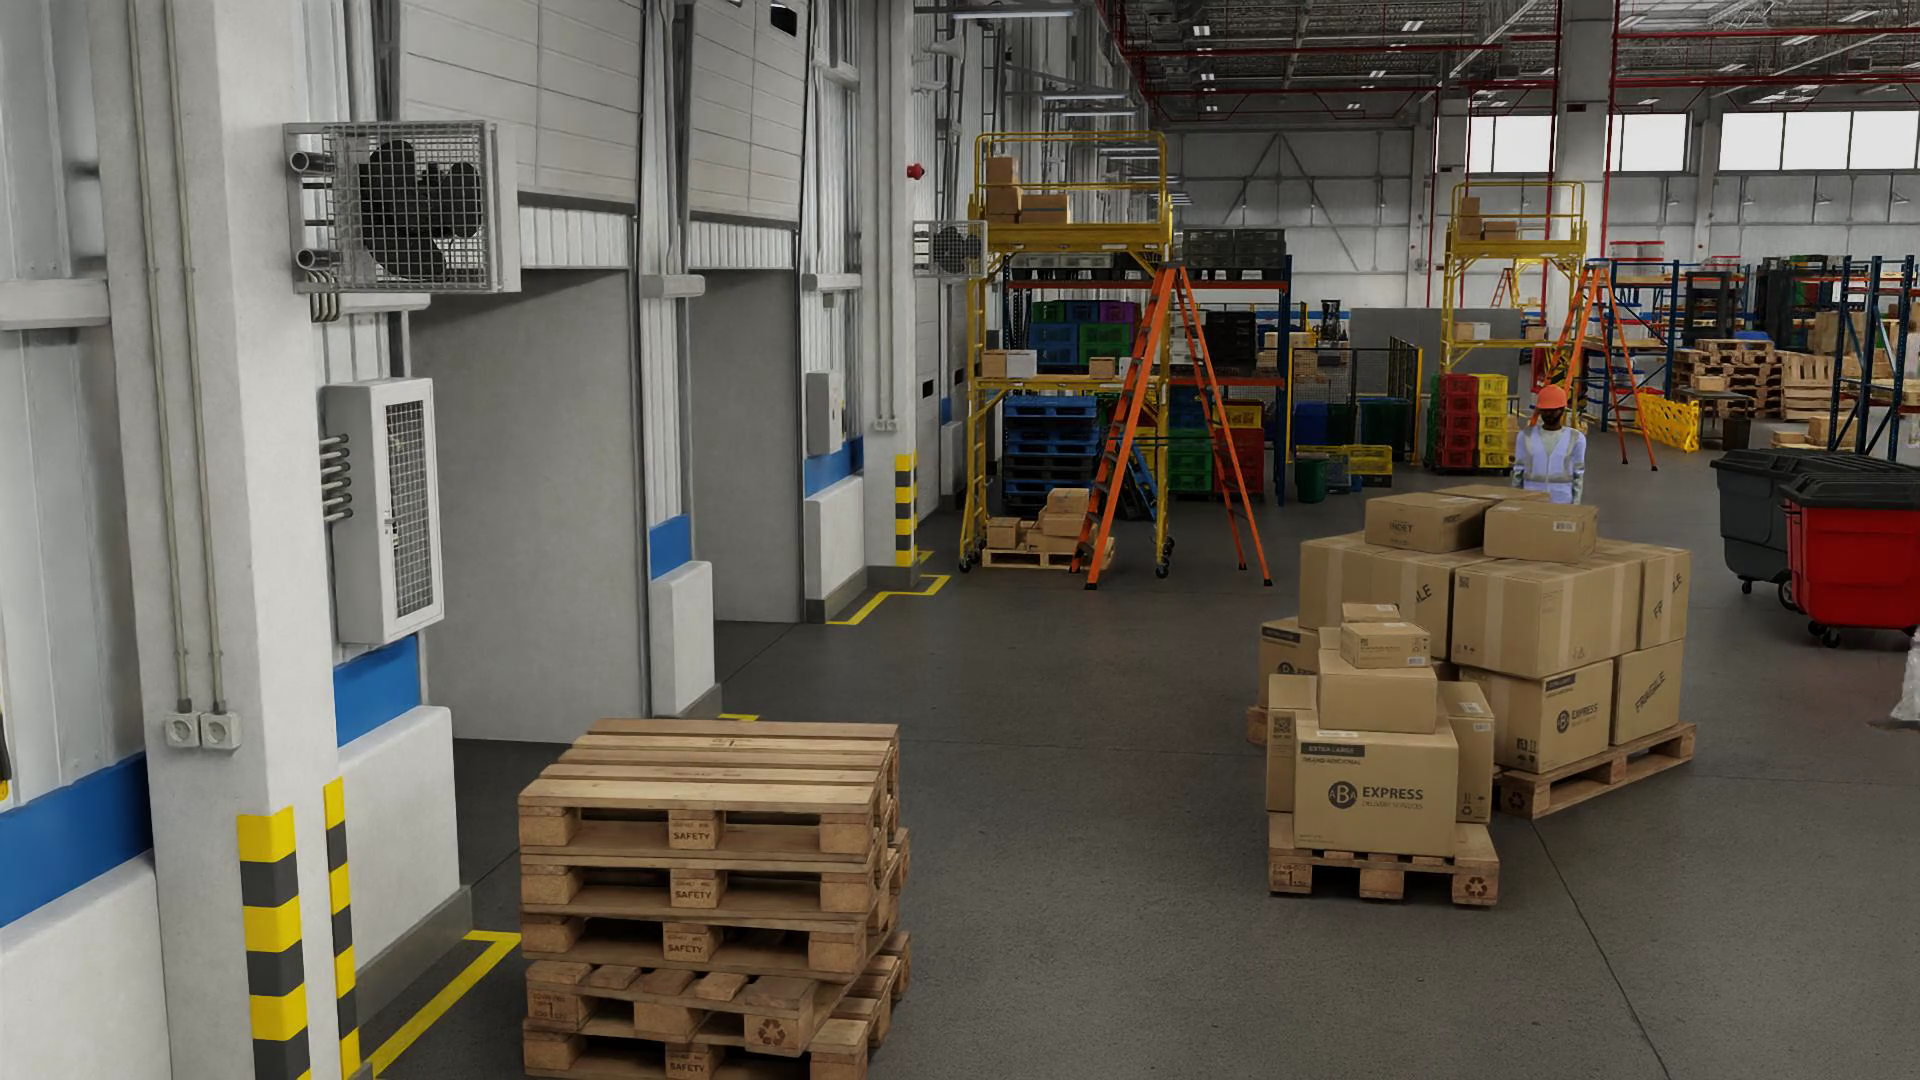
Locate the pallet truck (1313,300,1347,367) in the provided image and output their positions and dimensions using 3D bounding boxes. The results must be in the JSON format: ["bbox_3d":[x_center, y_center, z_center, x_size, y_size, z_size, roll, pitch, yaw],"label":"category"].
[{"bbox_3d":[11.159,-6.200,49.718,0.823,1.965,1.885,4,10,26],"label":"pallet truck"}]

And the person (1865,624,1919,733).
[{"bbox_3d":[6.107,0.325,10.004,0.946,1.852,0.597,5,10,29],"label":"person"}]

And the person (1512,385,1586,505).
[{"bbox_3d":[4.728,-0.283,13.410,0.547,1.938,0.359,4,10,22],"label":"person"}]

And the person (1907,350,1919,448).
[{"bbox_3d":[15.494,-2.340,26.732,0.335,1.734,0.487,5,11,29],"label":"person"}]

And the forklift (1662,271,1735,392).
[{"bbox_3d":[17.033,-4.751,38.066,1.129,2.768,1.873,9,13,43],"label":"forklift"}]

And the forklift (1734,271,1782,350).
[{"bbox_3d":[23.231,-6.356,47.969,1.873,2.768,1.129,0,9,3],"label":"forklift"}]

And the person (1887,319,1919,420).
[{"bbox_3d":[18.057,-3.237,31.702,0.628,1.920,0.504,-1,9,-5],"label":"person"}]
